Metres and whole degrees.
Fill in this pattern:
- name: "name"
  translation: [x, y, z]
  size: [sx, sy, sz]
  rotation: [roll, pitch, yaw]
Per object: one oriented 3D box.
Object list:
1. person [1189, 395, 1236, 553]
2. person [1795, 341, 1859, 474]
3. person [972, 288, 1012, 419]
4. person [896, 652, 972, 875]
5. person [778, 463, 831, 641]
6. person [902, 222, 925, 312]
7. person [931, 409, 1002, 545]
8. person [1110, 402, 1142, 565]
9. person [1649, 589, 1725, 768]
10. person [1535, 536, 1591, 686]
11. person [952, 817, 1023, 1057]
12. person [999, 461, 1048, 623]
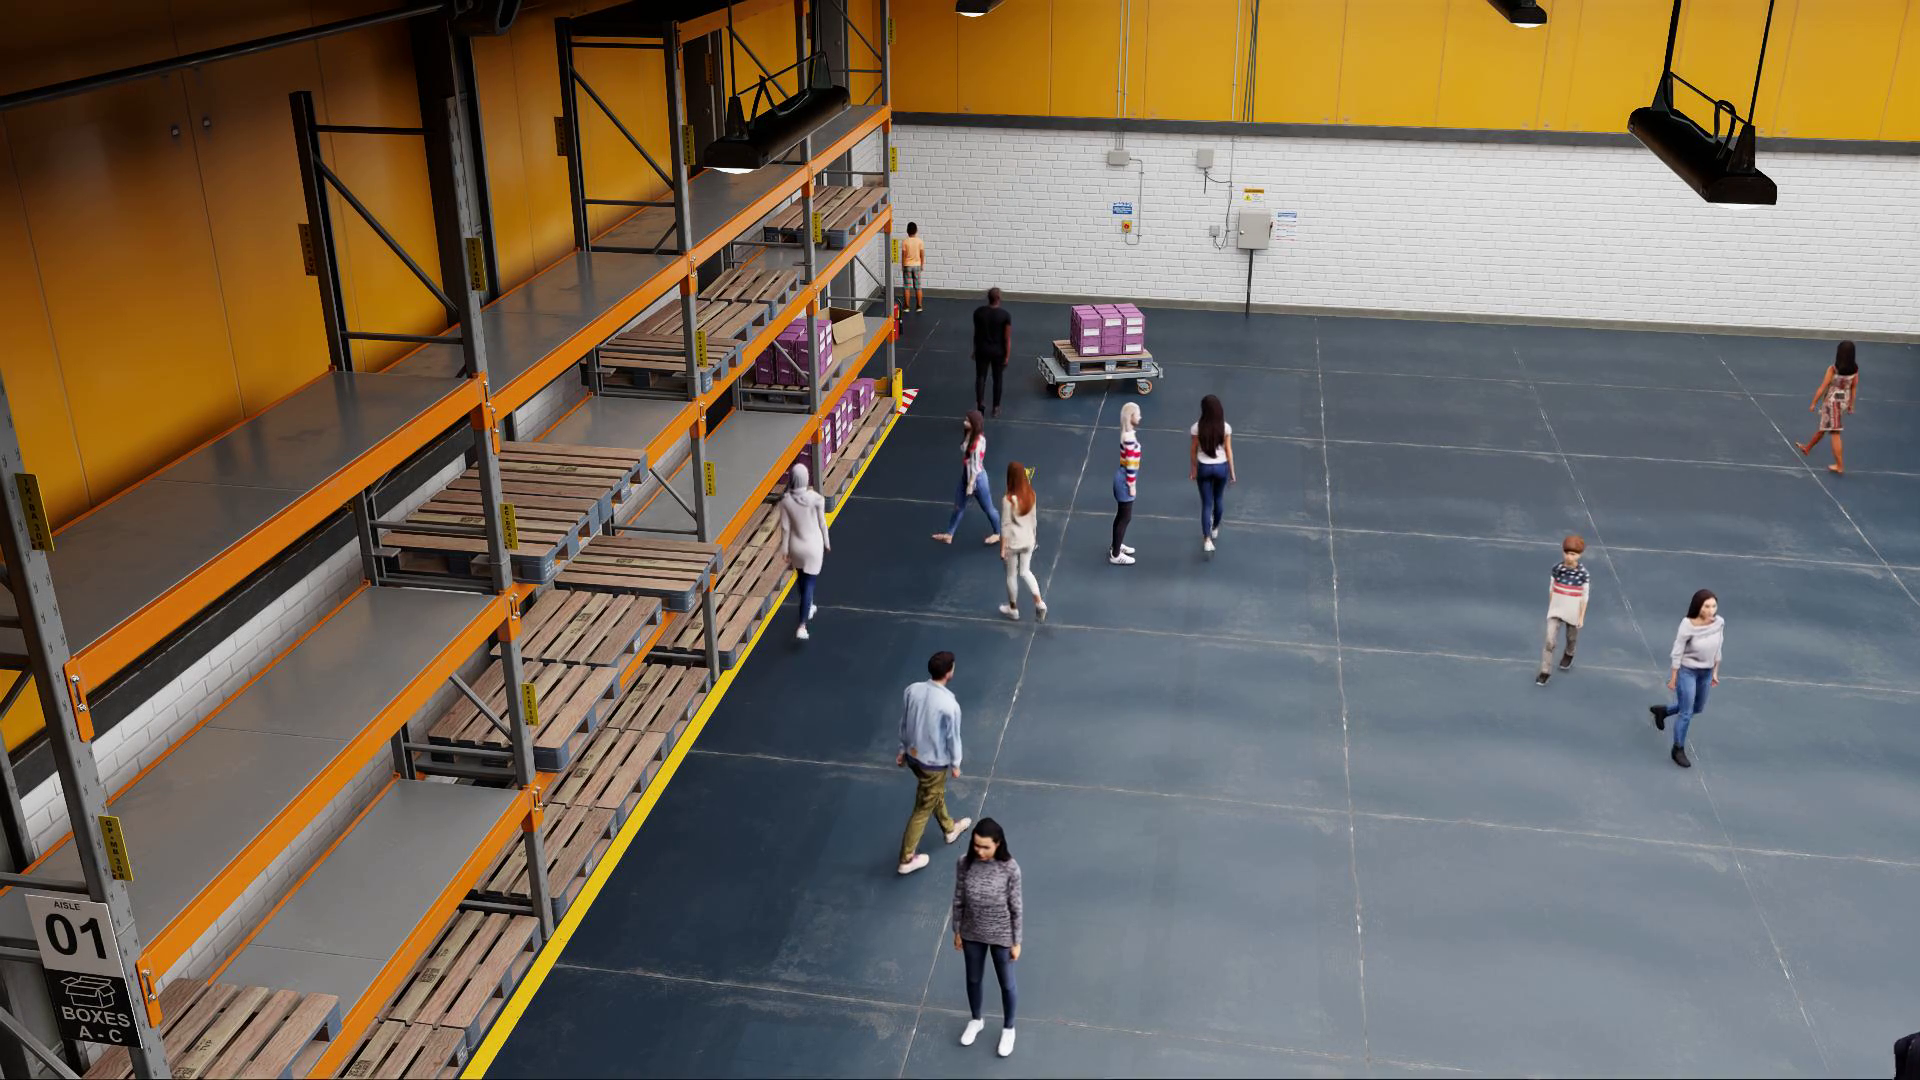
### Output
- name: "person"
  translation: [2.730, -0.684, 18.169]
  size: [0.707, 1.735, 1.078]
  rotation: [4, 24, 8]
- name: "person"
  translation: [10.809, -1.603, 20.447]
  size: [0.936, 1.594, 1.194]
  rotation: [-6, 24, -14]
- name: "person"
  translation: [0.383, -2.455, 22.134]
  size: [0.687, 1.805, 0.951]
  rotation: [5, 24, 10]
- name: "person"
  translation: [-0.300, 1.727, 12.616]
  size: [1.156, 1.765, 1.061]
  rotation: [-19, 30, -37]
- name: "person"
  translation: [-1.524, 0.144, 16.270]
  size: [0.621, 1.739, 1.118]
  rotation: [5, 24, 10]
- name: "person"
  translation: [-0.778, -4.462, 27.156]
  size: [0.582, 1.459, 0.595]
  rotation: [-6, 24, -13]
- name: "person"
  translation: [0.246, -0.663, 18.330]
  size: [1.018, 1.568, 1.082]
  rotation: [-9, 25, -19]
- name: "person"
  translation: [1.782, -0.629, 17.955]
  size: [0.726, 1.806, 0.488]
  rotation: [1, 24, 3]
- name: "person"
  translation: [6.189, 1.127, 14.185]
  size: [0.842, 1.609, 0.969]
  rotation: [-7, 25, -17]
- name: "person"
  translation: [5.708, 0.626, 15.584]
  size: [0.774, 1.406, 1.021]
  rotation: [15, 28, 30]
- name: "person"
  translation: [0.194, 2.537, 10.805]
  size: [0.643, 1.731, 0.573]
  rotation: [7, 25, 16]
- name: "person"
  translation: [0.636, 0.056, 16.530]
  size: [0.920, 1.692, 0.968]
  rotation: [-17, 29, -34]
